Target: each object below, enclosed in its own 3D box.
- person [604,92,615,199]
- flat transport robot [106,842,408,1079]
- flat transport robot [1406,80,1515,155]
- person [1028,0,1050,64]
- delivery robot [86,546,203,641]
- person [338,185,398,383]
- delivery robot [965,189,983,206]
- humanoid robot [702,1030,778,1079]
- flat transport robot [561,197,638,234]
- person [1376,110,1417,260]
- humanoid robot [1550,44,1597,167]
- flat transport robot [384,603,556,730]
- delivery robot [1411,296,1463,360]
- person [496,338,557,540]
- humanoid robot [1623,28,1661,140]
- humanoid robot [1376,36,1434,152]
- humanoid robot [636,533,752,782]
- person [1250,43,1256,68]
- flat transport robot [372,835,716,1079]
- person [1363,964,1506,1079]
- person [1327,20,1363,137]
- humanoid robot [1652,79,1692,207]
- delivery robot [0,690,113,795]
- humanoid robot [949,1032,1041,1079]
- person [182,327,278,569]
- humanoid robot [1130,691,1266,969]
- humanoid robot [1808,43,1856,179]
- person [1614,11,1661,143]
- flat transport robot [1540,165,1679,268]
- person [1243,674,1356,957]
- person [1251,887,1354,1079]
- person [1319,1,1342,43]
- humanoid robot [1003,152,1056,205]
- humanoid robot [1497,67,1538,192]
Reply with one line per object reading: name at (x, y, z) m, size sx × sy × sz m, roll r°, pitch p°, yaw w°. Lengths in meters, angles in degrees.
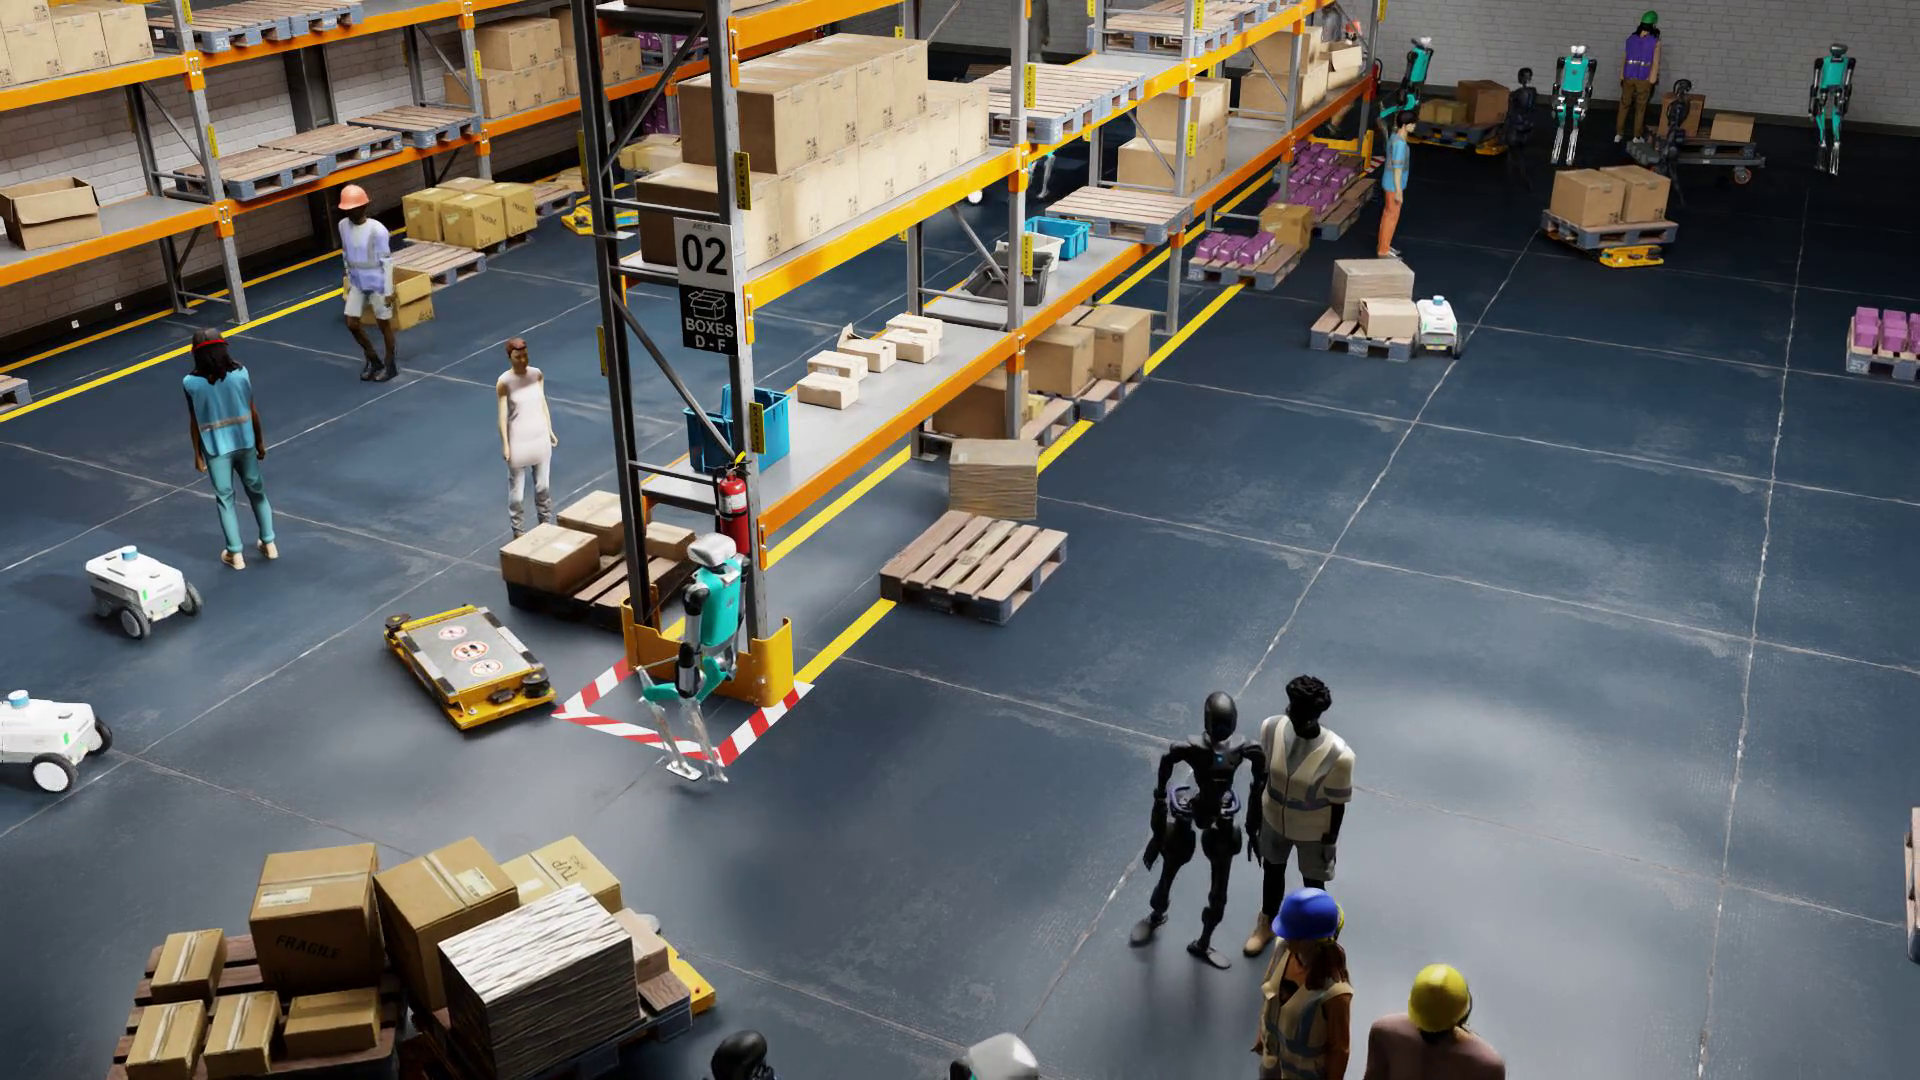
person at (-4.602, -5.105, 21.312) m, size 0.374 × 1.843 × 0.569 m, roll -4°, pitch 27°, yaw -9°
flat transport robot at (-3.207, 2.471, 7.786) m, size 0.659 × 0.231 × 1.431 m, roll -5°, pitch 27°, yaw -10°
flat transport robot at (7.486, -5.995, 24.888) m, size 1.431 × 0.231 × 0.659 m, roll 21°, pitch 33°, yaw 36°
person at (1.231, -8.638, 28.523) m, size 0.946 × 1.781 × 0.507 m, roll 21°, pitch 33°, yaw 36°
delivery robot at (-5.811, 0.340, 11.780) m, size 0.794 × 0.606 × 0.499 m, roll 16°, pitch 30°, yaw 28°
person at (-5.635, -2.398, 15.754) m, size 0.567 × 1.924 × 0.509 m, roll 9°, pitch 28°, yaw 17°
delivery robot at (-0.107, -4.670, 21.889) m, size 0.769 × 0.594 × 0.499 m, roll -17°, pitch 31°, yaw -31°
humanoid robot at (-0.731, 2.496, 6.209) m, size 0.607 × 1.627 × 0.758 m, roll 17°, pitch 31°, yaw 31°
flat transport robot at (-4.276, -4.141, 21.142) m, size 1.431 × 0.231 × 0.659 m, roll -14°, pitch 30°, yaw -27°
person at (5.112, -4.160, 19.505) m, size 0.321 × 1.756 × 0.506 m, roll 4°, pitch 27°, yaw 8°
humanoid robot at (8.630, -6.140, 23.474) m, size 0.539 × 1.749 × 0.716 m, roll 11°, pitch 29°, yaw 22°
flat transport robot at (-3.309, 0.803, 11.157) m, size 0.659 × 0.231 × 1.431 m, roll -18°, pitch 31°, yaw -32°
delivery robot at (4.806, -2.148, 16.815) m, size 0.499 × 0.613 × 0.797 m, roll 4°, pitch 27°, yaw 7°
person at (-3.312, -0.762, 12.744) m, size 0.452 × 1.659 × 0.277 m, roll -24°, pitch 35°, yaw -39°
humanoid robot at (10.290, -6.850, 25.027) m, size 0.428 × 1.651 × 0.588 m, roll 5°, pitch 27°, yaw 9°
humanoid robot at (6.358, -6.399, 24.082) m, size 0.530 × 1.817 × 0.767 m, roll -23°, pitch 34°, yaw -38°
humanoid robot at (-1.605, 0.728, 9.672) m, size 0.834 × 1.772 × 0.541 m, roll 14°, pitch 29°, yaw 26°
person at (4.893, -7.640, 26.403) m, size 0.555 × 1.877 × 0.407 m, roll 14°, pitch 30°, yaw 26°
flat transport robot at (-1.973, 2.325, 8.081) m, size 1.431 × 0.231 × 0.659 m, roll -20°, pitch 32°, yaw -34°
person at (1.799, 2.317, 6.432) m, size 0.532 × 1.737 × 0.677 m, roll 13°, pitch 29°, yaw 24°
person at (5.831, -7.010, 25.289) m, size 0.421 × 1.732 × 0.580 m, roll -8°, pitch 28°, yaw -16°
humanoid robot at (9.266, -5.175, 21.705) m, size 0.781 × 1.629 × 0.595 m, roll 9°, pitch 28°, yaw 18°
delivery robot at (-5.603, 1.196, 10.057) m, size 0.814 × 0.610 × 0.499 m, roll 1°, pitch 26°, yaw 3°
humanoid robot at (-0.015, 2.596, 5.885) m, size 0.813 × 1.774 × 0.553 m, roll -19°, pitch 32°, yaw -33°
person at (-5.428, -0.676, 12.355) m, size 0.502 × 1.862 × 0.391 m, roll -20°, pitch 33°, yaw -35°
humanoid robot at (1.207, 1.419, 8.333) m, size 0.598 × 1.647 × 0.466 m, roll -2°, pitch 26°, yaw -5°
humanoid robot at (12.126, -5.904, 23.144) m, size 0.542 × 1.852 × 0.861 m, roll 4°, pitch 27°, yaw 9°
person at (10.134, -6.902, 24.847) m, size 0.538 × 1.930 × 0.420 m, roll 21°, pitch 33°, yaw 36°
flat transport robot at (7.747, -3.564, 19.977) m, size 0.659 × 0.231 × 1.431 m, roll -6°, pitch 27°, yaw -12°
person at (1.689, 1.412, 8.319) m, size 0.533 × 1.693 × 0.320 m, roll 21°, pitch 33°, yaw 36°
person at (1.360, 2.139, 6.755) m, size 0.326 × 1.776 × 0.465 m, roll -13°, pitch 29°, yaw -24°
person at (5.966, -7.801, 26.730) m, size 0.653 × 1.886 × 0.783 m, roll 14°, pitch 29°, yaw 26°
humanoid robot at (0.943, -5.201, 21.672) m, size 0.558 × 1.757 × 1.033 m, roll 24°, pitch 35°, yaw 39°
humanoid robot at (7.500, -5.507, 22.332) m, size 0.589 × 1.650 × 0.327 m, roll -16°, pitch 31°, yaw -30°
